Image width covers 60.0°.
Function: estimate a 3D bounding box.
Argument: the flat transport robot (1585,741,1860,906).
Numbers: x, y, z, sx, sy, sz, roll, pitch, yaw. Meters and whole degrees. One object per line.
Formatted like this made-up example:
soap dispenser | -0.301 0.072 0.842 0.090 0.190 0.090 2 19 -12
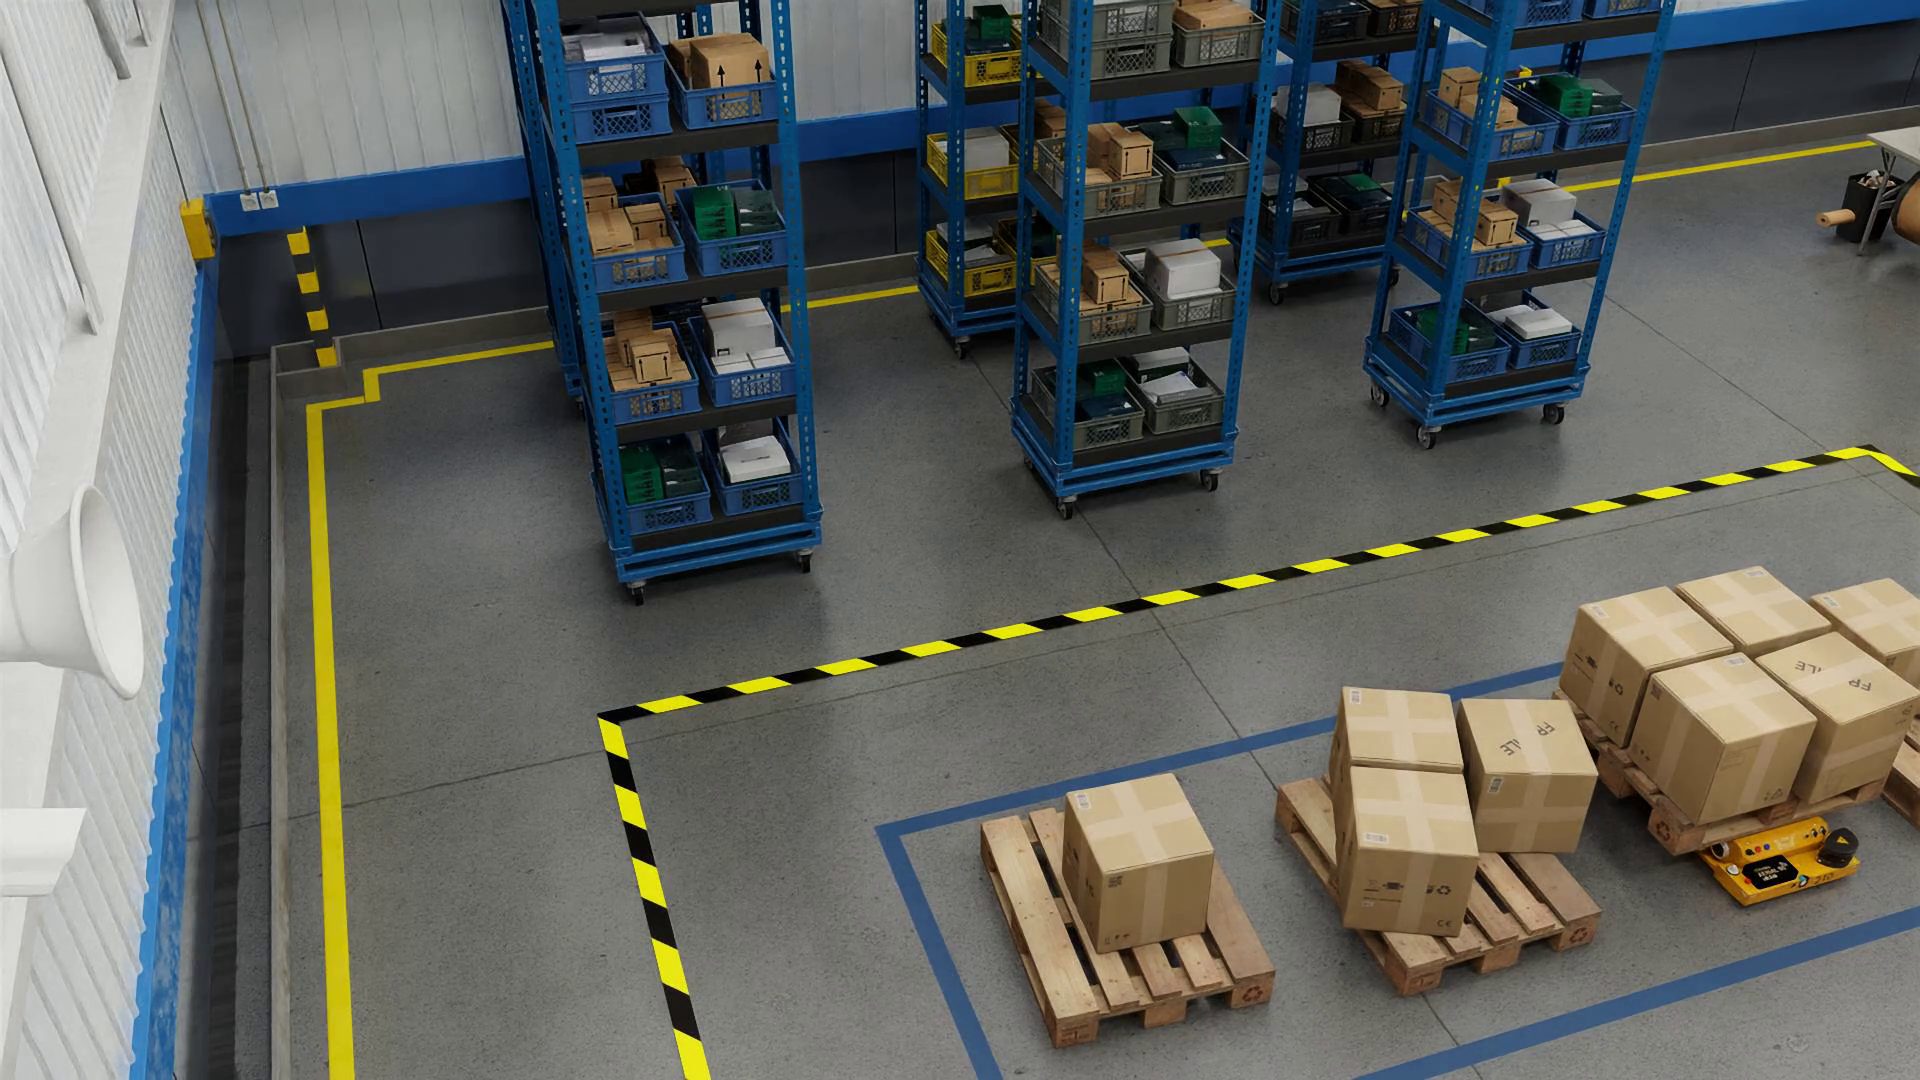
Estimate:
flat transport robot | 3.738 1.188 8.347 0.652 0.197 1.431 -11 37 -15
